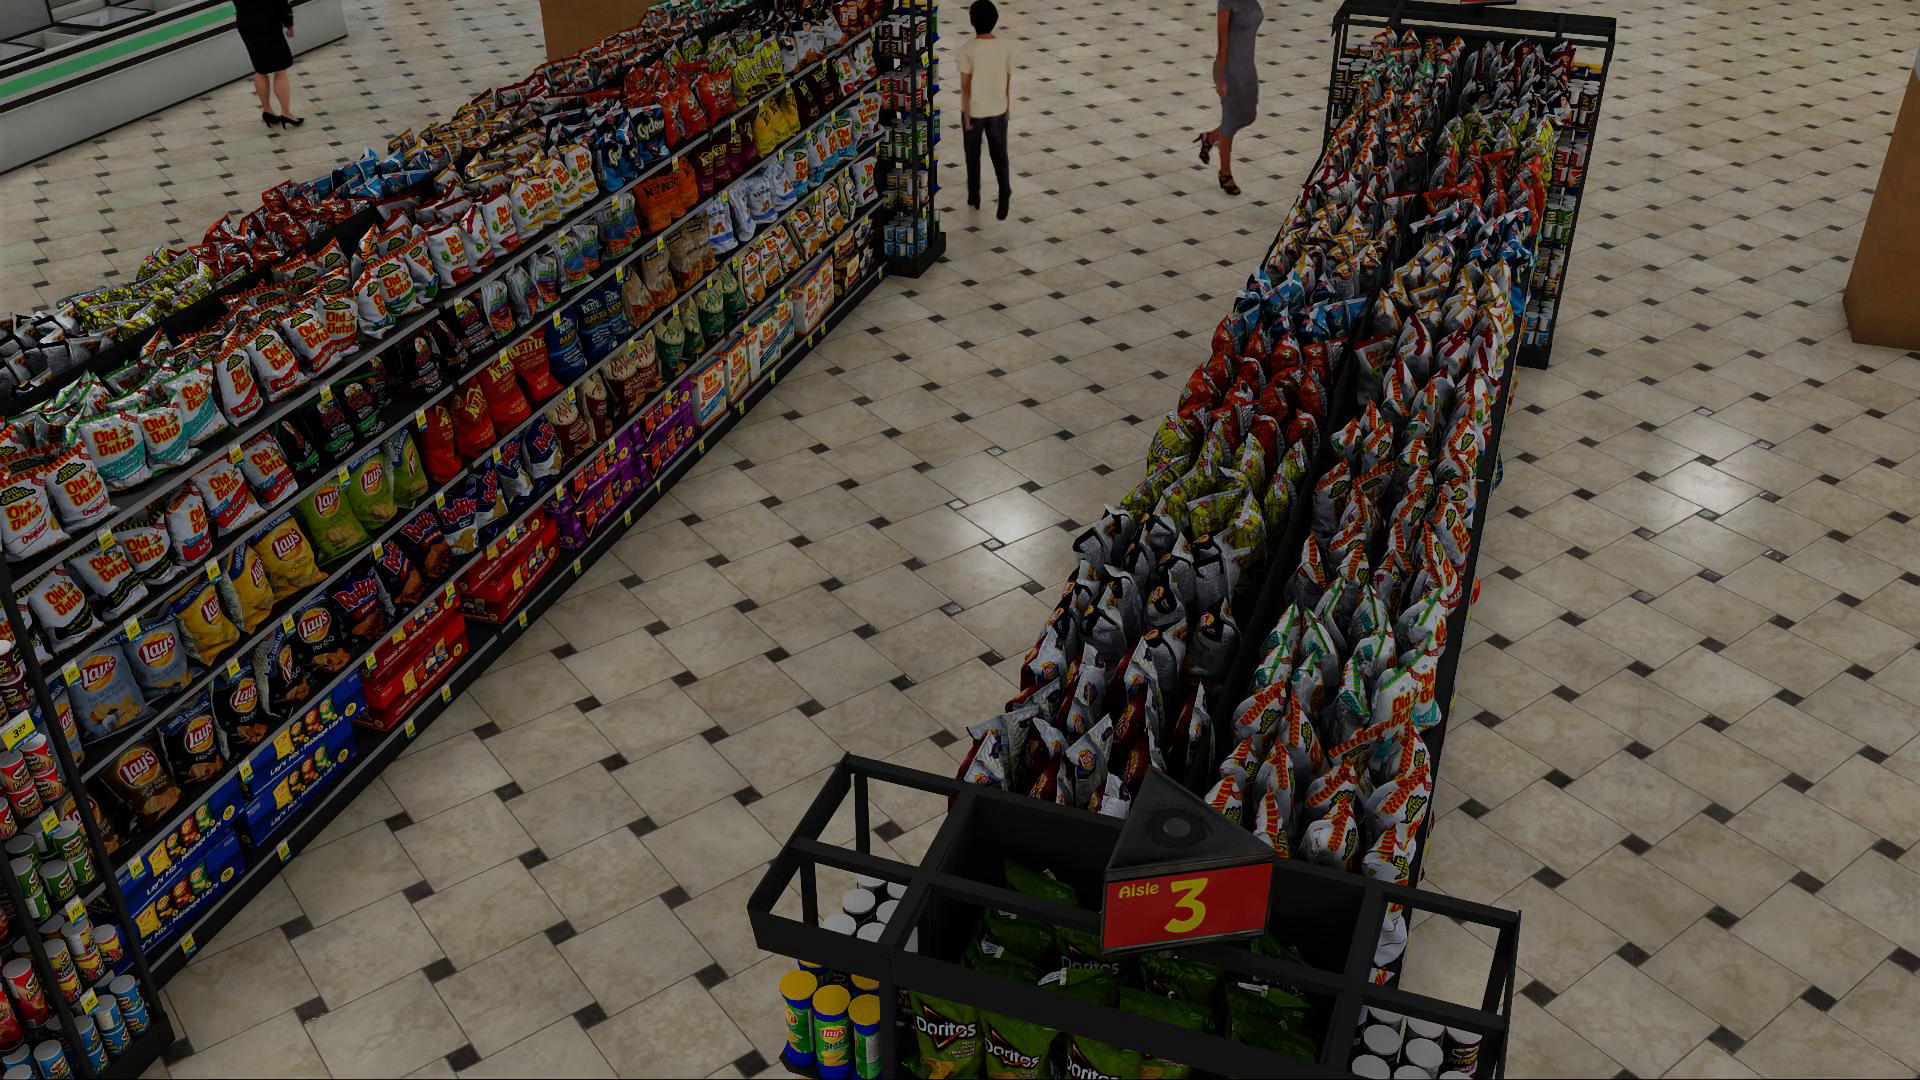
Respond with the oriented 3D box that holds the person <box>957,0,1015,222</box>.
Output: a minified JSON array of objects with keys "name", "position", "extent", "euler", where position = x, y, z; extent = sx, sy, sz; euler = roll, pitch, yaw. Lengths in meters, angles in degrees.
[{"name":"person","position":[0.209,-3.045,11.942],"extent":[0.912,1.565,1.062],"euler":[-8,33,-12]}]

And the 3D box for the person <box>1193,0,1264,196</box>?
[{"name":"person","position":[1.984,-3.480,12.448],"extent":[0.822,1.769,0.837],"euler":[-25,40,-34]}]

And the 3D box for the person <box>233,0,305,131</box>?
[{"name":"person","position":[-5.789,-4.253,13.783],"extent":[0.685,1.671,0.625],"euler":[9,33,14]}]
